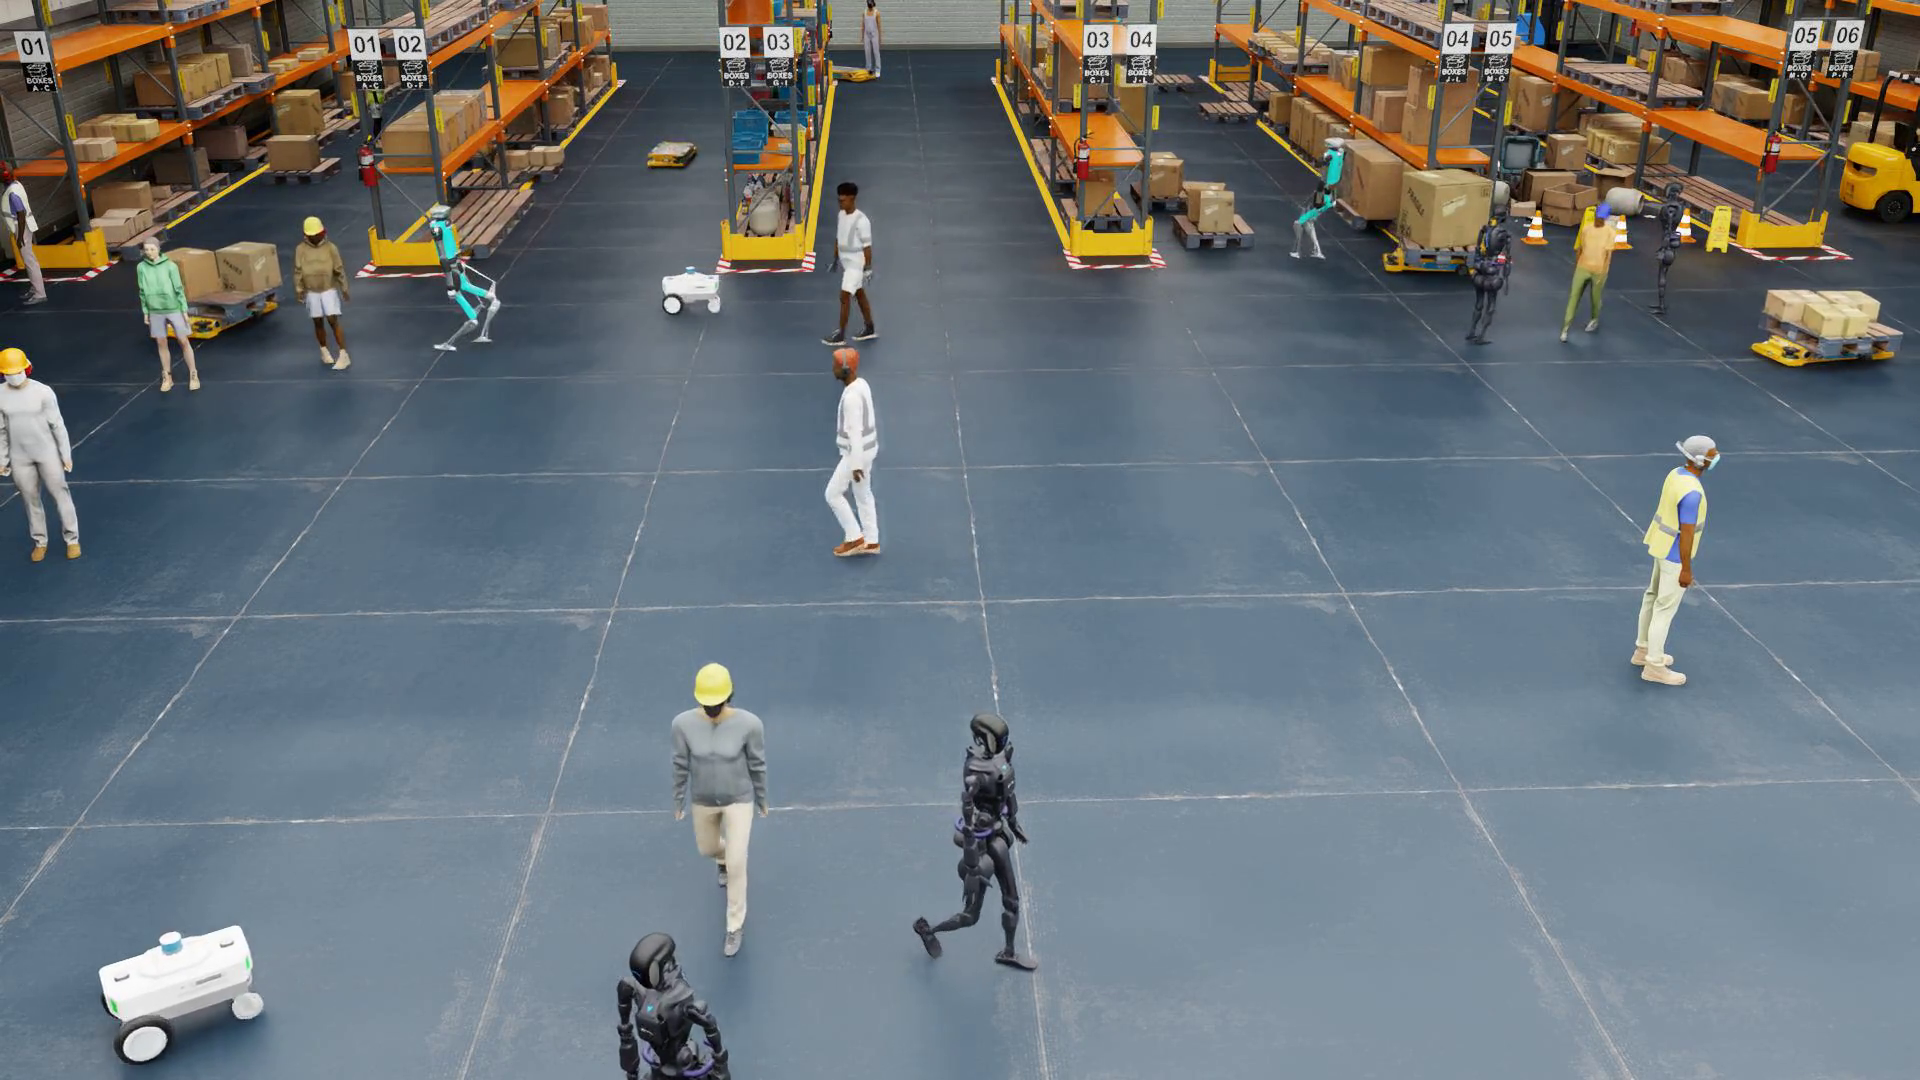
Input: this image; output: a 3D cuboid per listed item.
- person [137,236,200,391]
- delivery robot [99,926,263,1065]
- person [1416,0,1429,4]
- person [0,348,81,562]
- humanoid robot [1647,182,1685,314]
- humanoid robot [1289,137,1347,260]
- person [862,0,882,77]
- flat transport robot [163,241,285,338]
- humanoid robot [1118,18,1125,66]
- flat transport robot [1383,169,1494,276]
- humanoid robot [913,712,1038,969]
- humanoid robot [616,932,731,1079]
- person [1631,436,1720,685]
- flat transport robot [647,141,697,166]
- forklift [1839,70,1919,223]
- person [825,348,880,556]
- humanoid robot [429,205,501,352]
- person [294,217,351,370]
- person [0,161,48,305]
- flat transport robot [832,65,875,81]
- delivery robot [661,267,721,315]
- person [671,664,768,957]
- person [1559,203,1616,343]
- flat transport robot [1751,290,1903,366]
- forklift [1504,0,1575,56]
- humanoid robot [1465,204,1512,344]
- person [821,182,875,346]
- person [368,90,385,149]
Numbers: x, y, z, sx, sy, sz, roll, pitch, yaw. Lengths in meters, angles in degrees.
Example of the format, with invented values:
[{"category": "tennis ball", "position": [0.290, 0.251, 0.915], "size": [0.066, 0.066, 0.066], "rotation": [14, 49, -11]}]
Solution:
[{"category": "person", "position": [-8.711, -2.487, 18.265], "size": [0.471, 1.733, 0.326], "rotation": [-3, 24, -7]}, {"category": "delivery robot", "position": [-4.148, 2.357, 8.821], "size": [0.791, 0.592, 0.499], "rotation": [-15, 28, -30]}, {"category": "person", "position": [11.676, -13.048, 41.910], "size": [0.393, 1.800, 0.593], "rotation": [-13, 27, -27]}, {"category": "person", "position": [-7.858, -0.727, 14.121], "size": [0.569, 1.889, 0.389], "rotation": [-5, 25, -11]}, {"category": "humanoid robot", "position": [8.946, -3.710, 21.074], "size": [0.325, 1.655, 0.591], "rotation": [10, 26, 21]}, {"category": "humanoid robot", "position": [4.992, -4.807, 23.538], "size": [0.777, 1.838, 0.542], "rotation": [19, 30, 36]}, {"category": "person", "position": [-2.092, -11.844, 39.151], "size": [0.493, 1.849, 0.441], "rotation": [7, 25, 16]}, {"category": "flat transport robot", "position": [-9.262, -2.819, 20.806], "size": [0.659, 0.231, 1.431], "rotation": [6, 25, 12]}, {"category": "humanoid robot", "position": [3.762, -12.021, 39.688], "size": [0.538, 1.764, 0.922], "rotation": [-15, 28, -31]}, {"category": "flat transport robot", "position": [6.664, -3.893, 23.221], "size": [1.431, 0.231, 0.659], "rotation": [4, 24, 9]}, {"category": "humanoid robot", "position": [0.097, 1.630, 9.106], "size": [0.694, 1.636, 0.612], "rotation": [12, 26, 24]}, {"category": "humanoid robot", "position": [-1.224, 2.407, 7.342], "size": [0.613, 1.643, 0.356], "rotation": [12, 26, 24]}, {"category": "person", "position": [5.228, 0.127, 12.195], "size": [0.407, 1.893, 0.532], "rotation": [4, 24, 8]}, {"category": "flat transport robot", "position": [-5.226, -7.000, 30.200], "size": [0.659, 0.231, 1.431], "rotation": [1, 24, 1]}, {"category": "forklift", "position": [15.132, -6.143, 25.915], "size": [2.313, 2.155, 1.214], "rotation": [-1, 24, -2]}, {"category": "person", "position": [-0.935, -0.731, 14.145], "size": [0.529, 1.867, 0.619], "rotation": [2, 24, 4]}, {"category": "humanoid robot", "position": [-5.789, -3.043, 19.528], "size": [0.912, 1.765, 0.540], "rotation": [-1, 24, -3]}, {"category": "person", "position": [-7.298, -2.837, 19.039], "size": [0.530, 1.735, 0.546], "rotation": [-3, 24, -6]}, {"category": "person", "position": [-12.110, -3.972, 21.461], "size": [0.390, 1.843, 0.565], "rotation": [-14, 28, -29]}, {"category": "flat transport robot", "position": [-2.784, -10.975, 39.133], "size": [1.431, 0.231, 0.659], "rotation": [14, 27, 28]}, {"category": "delivery robot", "position": [-3.459, -3.189, 21.306], "size": [0.814, 0.611, 0.499], "rotation": [-2, 24, -4]}, {"category": "person", "position": [-1.347, 1.425, 9.459], "size": [0.535, 1.746, 0.742], "rotation": [1, 24, 3]}, {"category": "person", "position": [7.627, -3.255, 20.069], "size": [0.437, 1.669, 0.872], "rotation": [13, 27, 27]}, {"category": "flat transport robot", "position": [10.166, -2.267, 19.567], "size": [1.431, 0.231, 0.659], "rotation": [-5, 25, -12]}, {"category": "forklift", "position": [14.700, -13.805, 42.301], "size": [1.873, 2.768, 1.129], "rotation": [-1, 24, -2]}, {"category": "humanoid robot", "position": [6.349, -3.201, 19.936], "size": [0.360, 1.654, 0.600], "rotation": [-12, 27, -25]}, {"category": "person", "position": [-1.390, -3.283, 19.804], "size": [0.888, 1.927, 0.615], "rotation": [-12, 27, -25]}, {"category": "person", "position": [-10.915, -8.202, 31.155], "size": [0.322, 1.690, 0.531], "rotation": [-5, 24, -10]}]
